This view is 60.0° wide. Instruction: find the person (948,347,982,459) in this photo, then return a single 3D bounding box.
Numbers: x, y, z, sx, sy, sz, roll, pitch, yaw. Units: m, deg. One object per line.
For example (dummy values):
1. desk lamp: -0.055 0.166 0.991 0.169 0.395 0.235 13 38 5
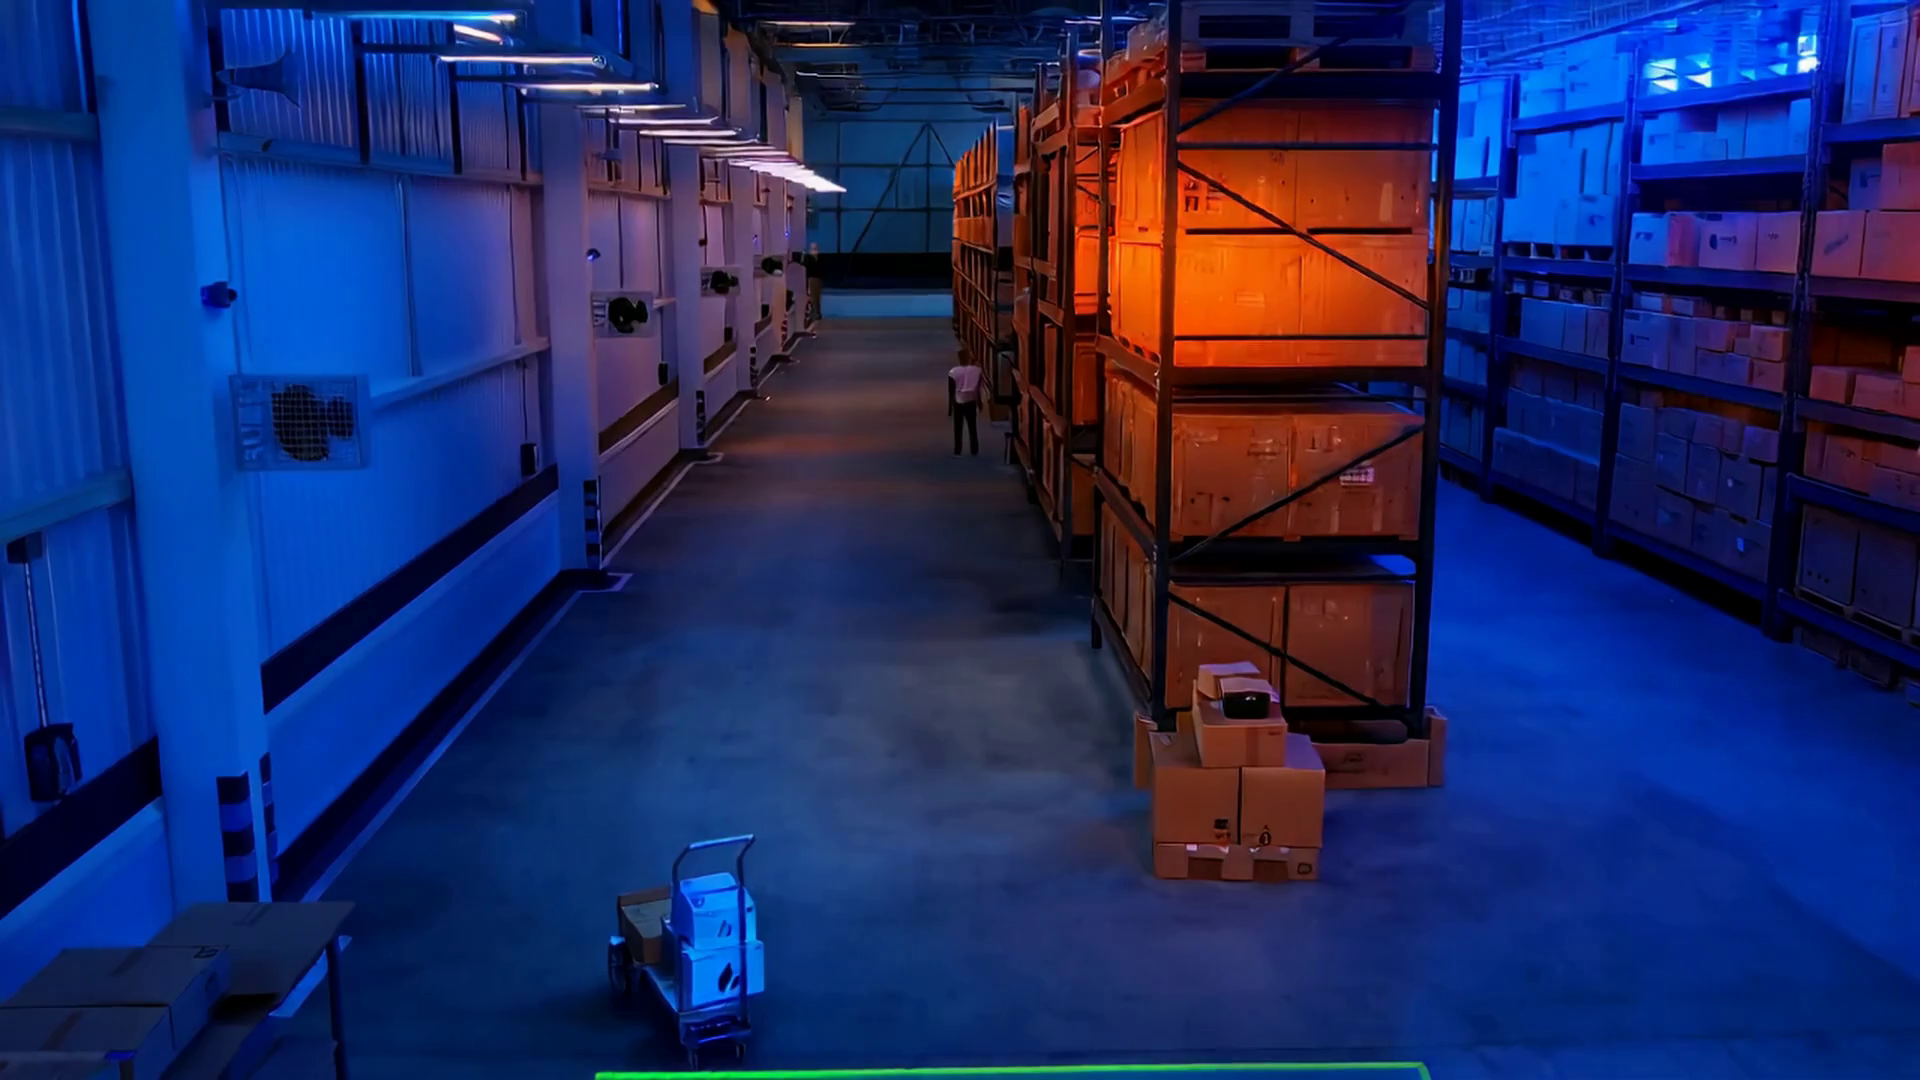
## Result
1. person: 0.081 -2.340 28.528 0.593 1.921 0.388 -2 11 -9
